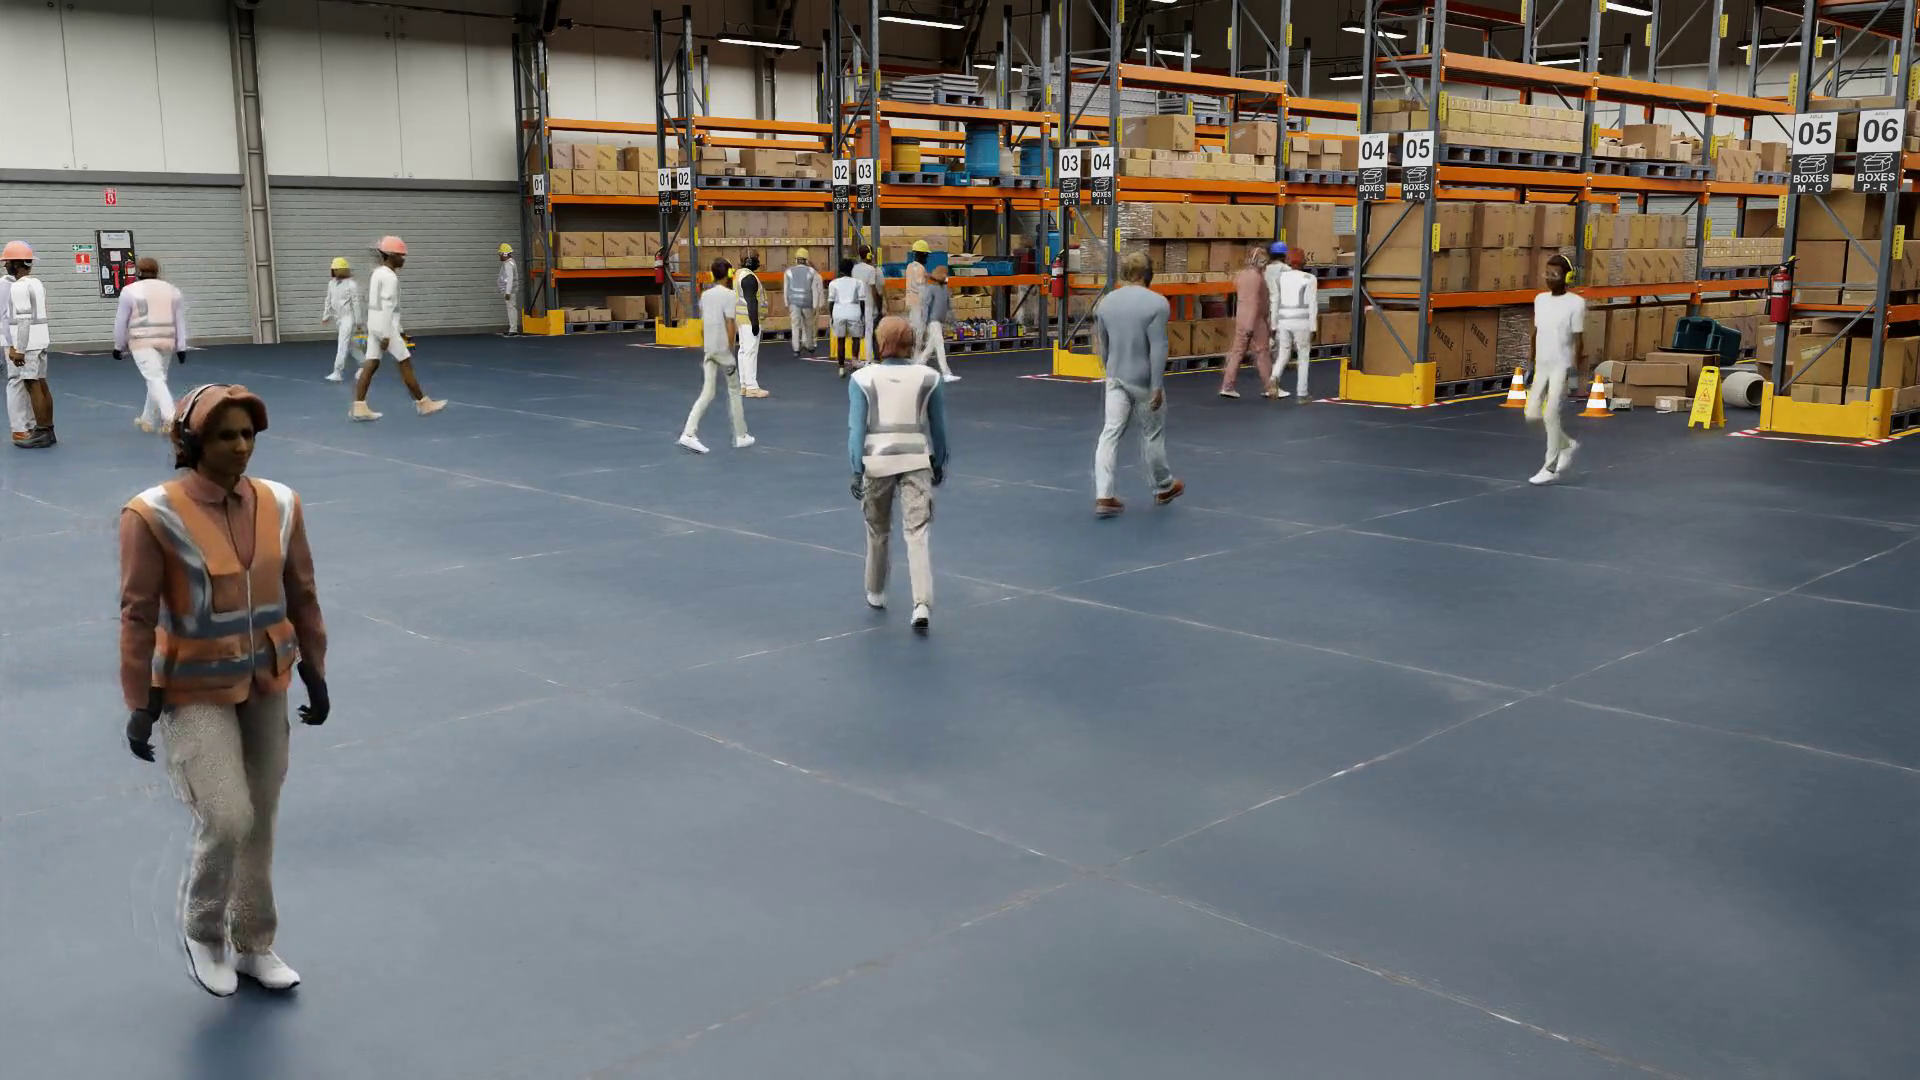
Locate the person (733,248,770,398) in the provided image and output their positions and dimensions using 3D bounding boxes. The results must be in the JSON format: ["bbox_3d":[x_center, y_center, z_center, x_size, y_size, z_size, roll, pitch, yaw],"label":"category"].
[{"bbox_3d":[-2.617,-2.722,20.818,0.429,1.844,0.625,-4,11,-20],"label":"person"}]

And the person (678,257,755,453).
[{"bbox_3d":[-2.274,-1.740,15.603,0.561,1.814,0.960,7,13,34],"label":"person"}]

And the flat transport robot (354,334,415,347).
[{"bbox_3d":[-10.478,-3.596,29.983,0.652,0.197,1.431,-10,14,-44],"label":"flat transport robot"}]

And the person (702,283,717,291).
[{"bbox_3d":[-4.780,-4.914,32.656,0.555,1.903,0.990,9,13,39],"label":"person"}]

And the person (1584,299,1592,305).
[{"bbox_3d":[11.638,-4.721,31.166,0.610,2.043,0.397,10,14,43],"label":"person"}]

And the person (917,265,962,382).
[{"bbox_3d":[-0.323,-2.987,22.951,0.832,1.588,0.507,6,12,29],"label":"person"}]

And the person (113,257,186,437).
[{"bbox_3d":[-8.168,-1.947,16.780,0.977,1.792,0.634,6,12,30],"label":"person"}]

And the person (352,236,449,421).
[{"bbox_3d":[-6.190,-2.305,18.153,1.048,1.976,0.612,-8,13,-36],"label":"person"}]

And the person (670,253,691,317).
[{"bbox_3d":[-5.706,-5.291,34.506,0.601,1.958,0.380,4,11,22],"label":"person"}]

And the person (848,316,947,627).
[{"bbox_3d":[-0.311,-0.362,8.642,0.538,1.589,0.873,-2,11,-9],"label":"person"}]

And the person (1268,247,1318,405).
[{"bbox_3d":[3.934,-2.542,19.779,0.630,1.864,0.666,7,13,35],"label":"person"}]

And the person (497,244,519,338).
[{"bbox_3d":[-8.916,-4.922,32.834,0.404,1.834,0.592,-2,11,-9],"label":"person"}]

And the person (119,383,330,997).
[{"bbox_3d":[-1.888,0.406,4.331,0.375,1.622,0.544,6,12,30],"label":"person"}]

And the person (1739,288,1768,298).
[{"bbox_3d":[14.960,-4.718,31.444,0.622,1.946,1.036,8,13,36],"label":"person"}]

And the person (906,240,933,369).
[{"bbox_3d":[-0.609,-3.495,24.801,0.381,1.922,0.593,-4,11,-19],"label":"person"}]

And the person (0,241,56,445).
[{"bbox_3d":[-9.036,-1.904,16.060,0.406,1.946,0.608,-1,10,-7],"label":"person"}]

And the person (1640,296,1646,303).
[{"bbox_3d":[15.782,-6.000,38.715,0.599,1.830,0.403,-4,11,-19],"label":"person"}]

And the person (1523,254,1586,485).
[{"bbox_3d":[4.865,-1.388,13.520,0.533,1.850,0.543,-5,12,-27],"label":"person"}]

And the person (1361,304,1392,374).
[{"bbox_3d":[5.619,-3.035,22.448,0.611,1.871,1.005,9,14,42],"label":"person"}]

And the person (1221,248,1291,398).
[{"bbox_3d":[3.628,-2.655,20.465,0.908,1.857,0.623,-3,11,-17],"label":"person"}]

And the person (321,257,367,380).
[{"bbox_3d":[-8.617,-3.104,23.307,0.497,1.698,0.910,6,12,28],"label":"person"}]

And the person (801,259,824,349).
[{"bbox_3d":[-2.666,-4.192,29.562,0.508,1.583,0.886,0,10,2],"label":"person"}]

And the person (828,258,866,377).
[{"bbox_3d":[-1.610,-3.169,23.686,0.545,1.679,0.395,0,10,1],"label":"person"}]

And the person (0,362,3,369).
[{"bbox_3d":[-13.990,-3.134,23.346,0.522,1.738,0.831,9,14,41],"label":"person"}]

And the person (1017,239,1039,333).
[{"bbox_3d":[1.444,-5.146,33.826,0.639,1.907,0.815,8,13,37],"label":"person"}]

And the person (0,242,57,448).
[{"bbox_3d":[-8.893,-1.860,15.854,0.359,1.938,0.547,-2,11,-12],"label":"person"}]

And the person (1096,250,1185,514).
[{"bbox_3d":[1.291,-1.147,12.083,0.641,1.888,1.024,9,14,39],"label":"person"}]

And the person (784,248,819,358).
[{"bbox_3d":[-2.626,-3.924,27.535,0.605,1.784,0.948,1,10,5],"label":"person"}]

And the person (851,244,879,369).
[{"bbox_3d":[-1.428,-3.512,25.062,0.533,1.864,0.310,9,14,40],"label":"person"}]

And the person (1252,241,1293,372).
[{"bbox_3d":[4.580,-3.392,24.260,0.827,1.927,0.610,-7,12,-33],"label":"person"}]

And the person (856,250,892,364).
[{"bbox_3d":[-1.332,-3.556,25.464,0.576,1.804,0.450,9,14,41],"label":"person"}]
